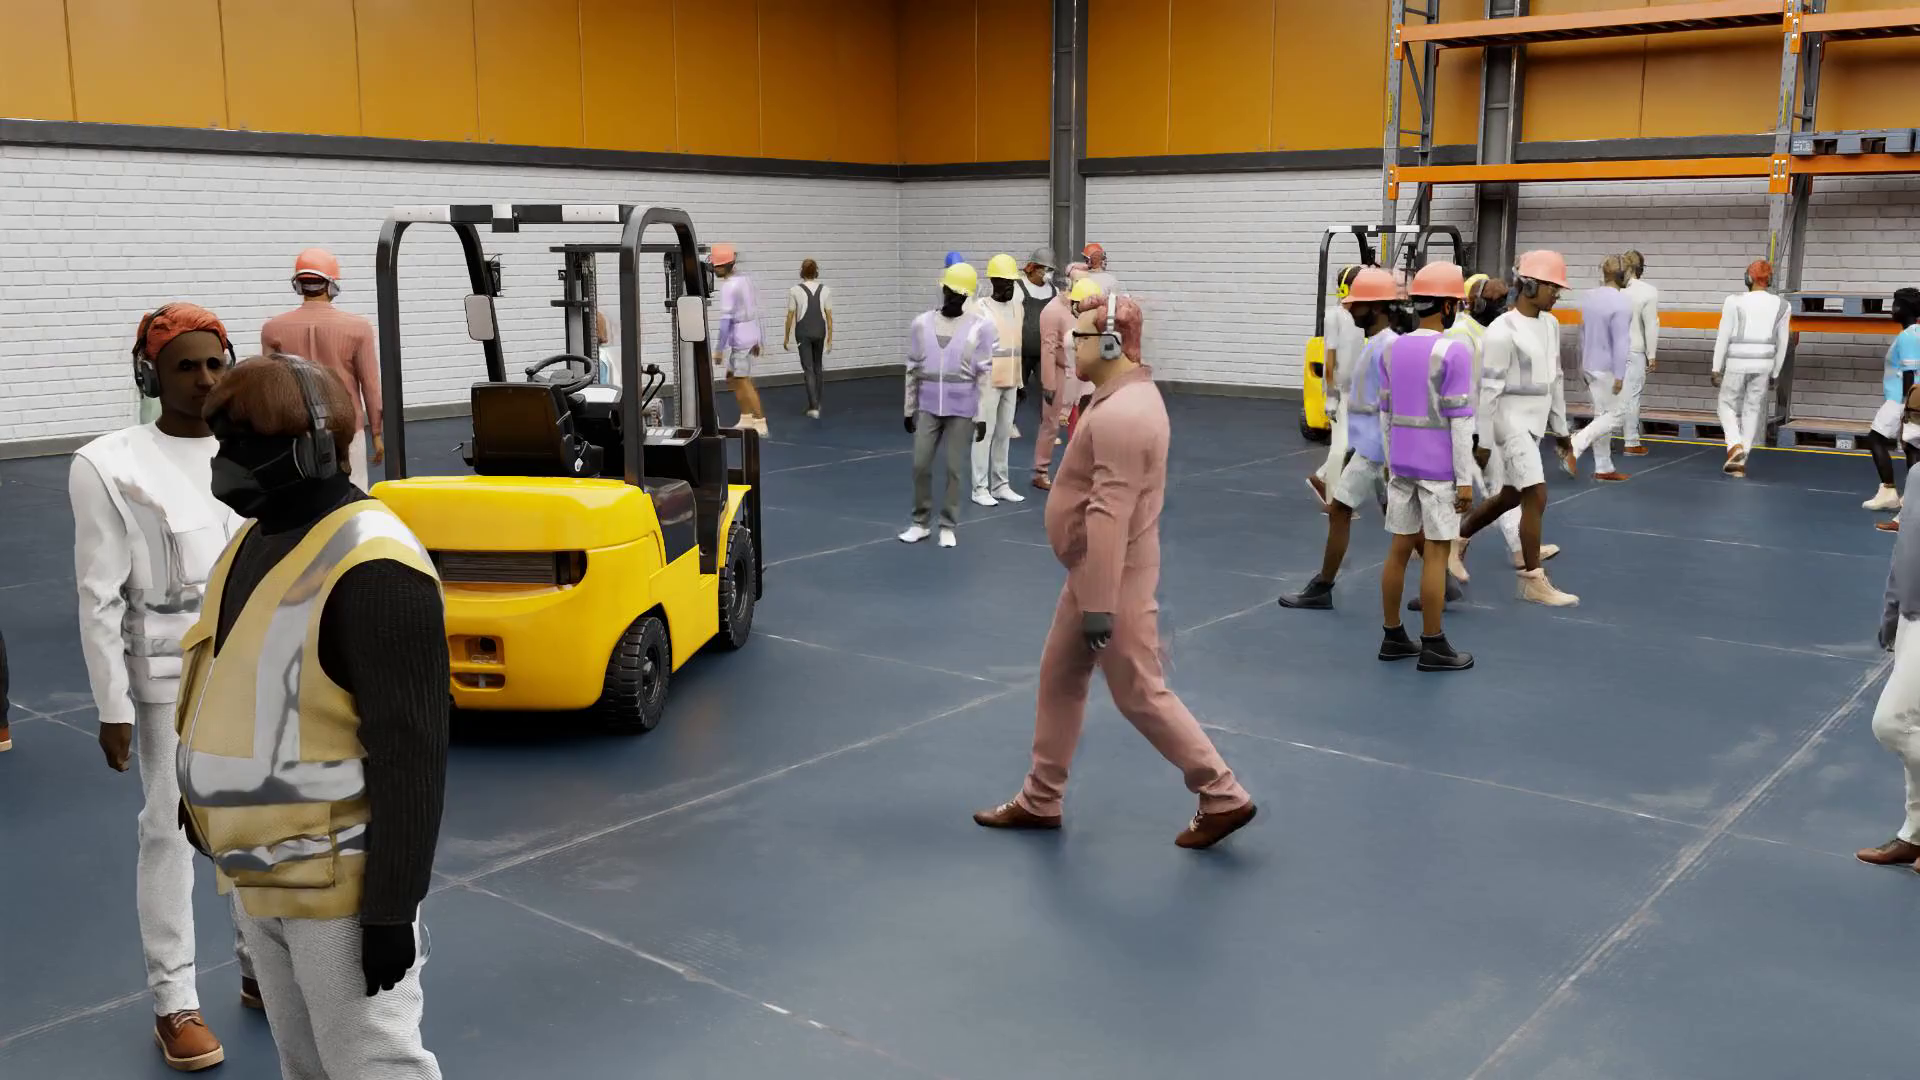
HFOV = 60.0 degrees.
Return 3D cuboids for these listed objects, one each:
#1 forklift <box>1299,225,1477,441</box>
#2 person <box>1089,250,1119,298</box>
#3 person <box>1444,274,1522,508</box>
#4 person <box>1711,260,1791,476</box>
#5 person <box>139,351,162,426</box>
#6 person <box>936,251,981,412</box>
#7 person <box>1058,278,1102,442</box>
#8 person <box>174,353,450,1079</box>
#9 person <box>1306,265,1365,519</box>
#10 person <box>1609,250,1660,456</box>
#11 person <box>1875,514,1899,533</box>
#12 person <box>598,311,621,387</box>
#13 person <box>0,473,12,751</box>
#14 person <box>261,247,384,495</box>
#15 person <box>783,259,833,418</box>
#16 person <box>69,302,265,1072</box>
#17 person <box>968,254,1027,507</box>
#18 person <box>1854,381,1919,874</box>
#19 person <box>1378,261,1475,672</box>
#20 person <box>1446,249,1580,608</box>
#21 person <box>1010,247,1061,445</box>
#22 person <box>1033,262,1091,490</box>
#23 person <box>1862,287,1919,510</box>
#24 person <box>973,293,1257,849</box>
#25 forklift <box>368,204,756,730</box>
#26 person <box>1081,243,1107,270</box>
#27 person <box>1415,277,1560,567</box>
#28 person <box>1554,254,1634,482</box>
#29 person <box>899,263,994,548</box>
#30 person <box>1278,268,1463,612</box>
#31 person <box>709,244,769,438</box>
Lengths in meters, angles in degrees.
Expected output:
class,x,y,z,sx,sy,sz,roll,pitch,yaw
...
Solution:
class,x,y,z,sx,sy,sz,roll,pitch,yaw
forklift,4.449,-2.115,16.993,1.214,2.155,2.313,8,13,38
person,1.727,-2.659,20.806,0.651,1.905,0.409,6,12,32
person,3.838,-1.092,12.457,0.612,1.783,0.956,-8,13,-37
person,6.788,-1.464,14.297,0.626,1.863,0.497,1,10,6
person,-4.239,-0.325,8.684,0.621,1.606,0.540,-3,11,-16
person,0.018,-2.487,19.868,0.594,1.909,0.934,-3,11,-17
person,0.882,-0.948,11.705,0.301,1.772,0.525,8,13,38
person,-1.158,0.588,2.992,0.429,1.841,0.636,-10,14,-43
person,2.794,-1.083,12.240,0.522,1.856,0.457,-10,14,-43
person,6.300,-1.762,15.746,0.372,1.940,0.630,-9,13,-40
person,6.658,-0.765,11.204,0.515,1.586,0.865,-6,12,-31
person,-2.286,-0.616,10.281,0.629,1.612,0.542,-2,10,-9
person,-4.025,-0.108,6.422,0.391,1.995,0.613,7,12,33
person,-3.504,-0.611,9.213,0.624,1.991,0.397,-2,10,-9
person,-1.774,-2.339,19.313,0.521,1.808,0.862,-5,11,-24
person,-1.879,0.355,4.166,0.344,1.882,0.585,7,12,34
person,0.310,-1.228,12.819,0.382,1.924,0.594,9,14,41
person,3.059,0.279,5.302,0.338,1.619,0.536,2,10,11
person,2.229,-0.345,7.901,0.356,1.938,0.544,-6,12,-30
person,3.131,-0.656,9.500,0.593,1.999,0.970,-10,14,-43
person,0.709,-2.004,16.805,0.667,2.000,1.031,-4,11,-21
person,0.908,-1.295,13.422,0.652,1.857,0.843,-9,14,-41
person,7.034,-1.042,12.470,0.503,1.681,0.536,9,13,40
person,0.546,0.114,5.550,0.944,1.868,0.650,1,10,7
forklift,-1.766,-0.406,7.525,1.214,2.155,2.313,1,10,7
person,1.664,-2.788,21.278,0.395,1.990,0.619,-3,11,-15
person,3.265,-0.709,10.291,0.929,1.798,0.651,10,14,43
person,5.311,-1.403,13.823,0.671,1.924,0.632,-2,10,-9
person,-0.077,-0.874,10.969,0.636,1.891,0.428,4,11,19
person,2.304,-0.526,9.046,0.985,1.897,0.549,3,11,14
person,-2.271,-2.020,17.030,0.632,1.989,0.647,1,10,7
